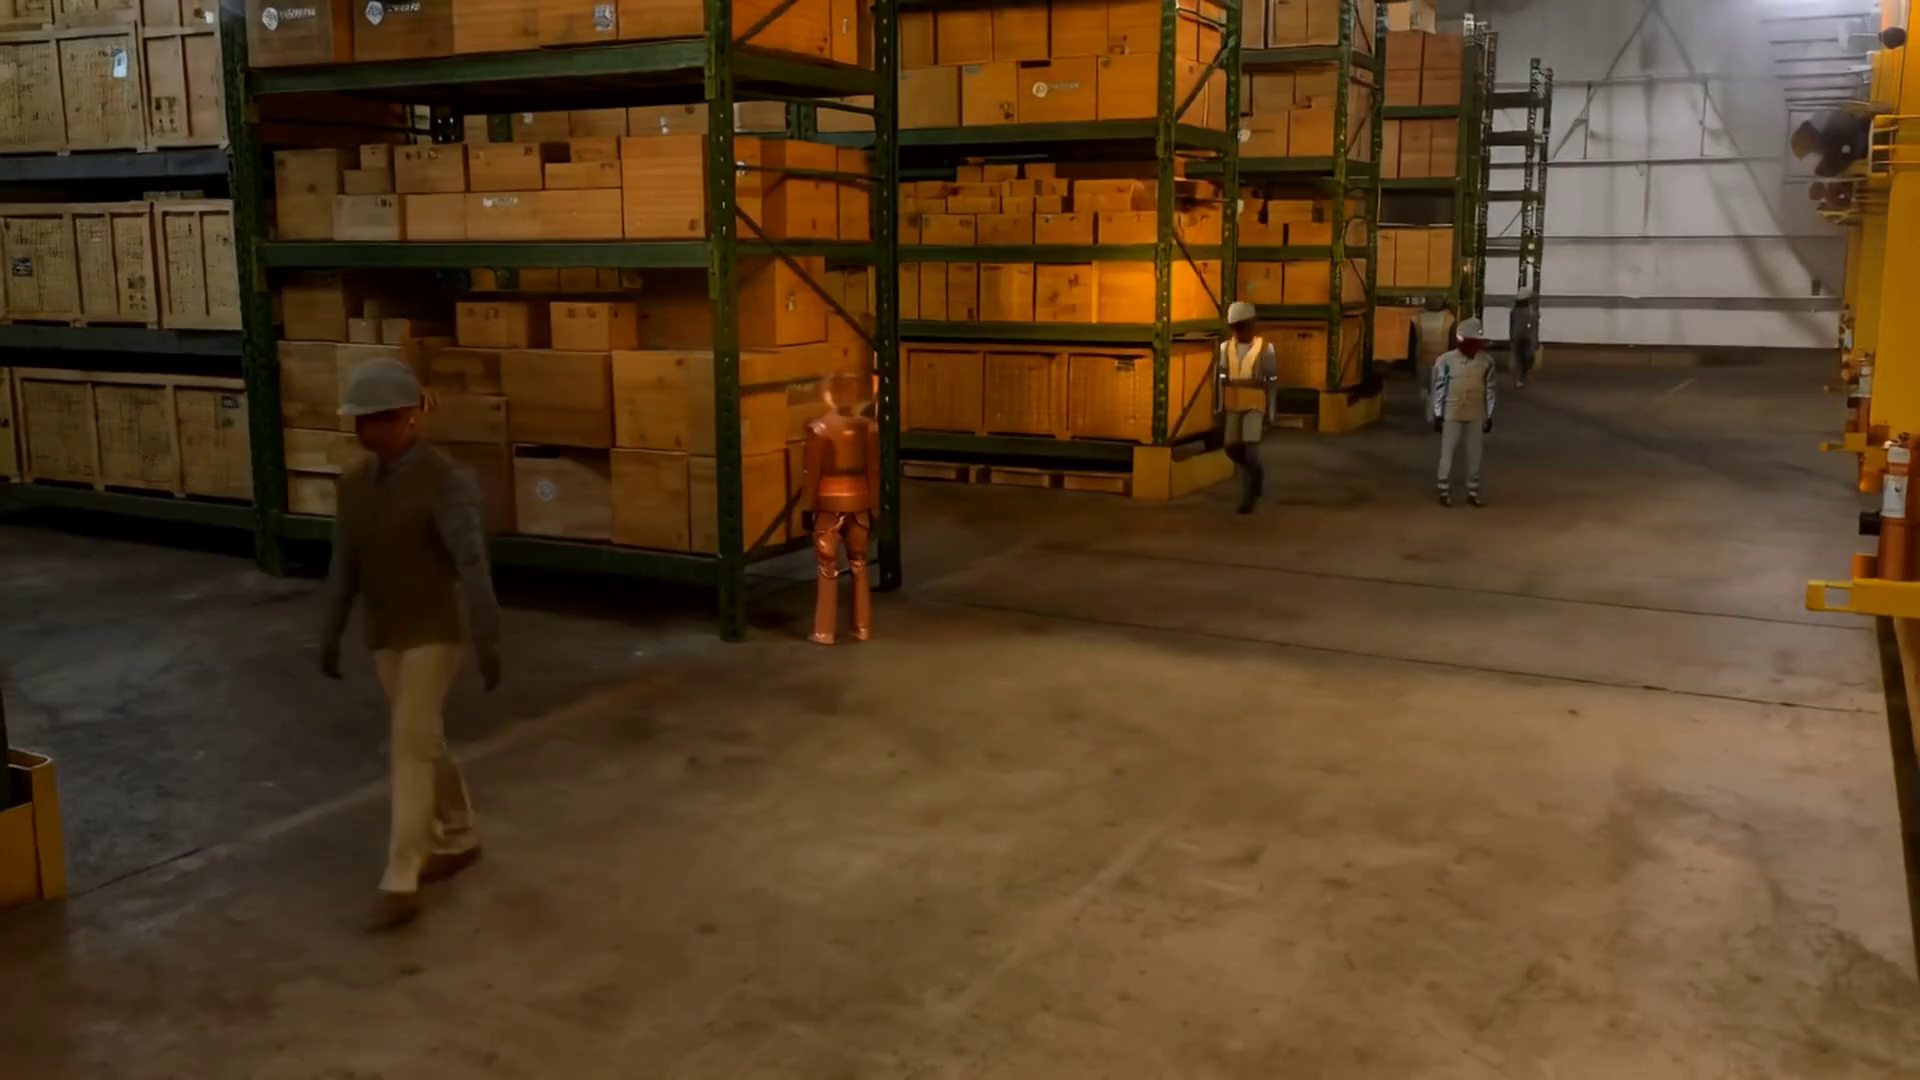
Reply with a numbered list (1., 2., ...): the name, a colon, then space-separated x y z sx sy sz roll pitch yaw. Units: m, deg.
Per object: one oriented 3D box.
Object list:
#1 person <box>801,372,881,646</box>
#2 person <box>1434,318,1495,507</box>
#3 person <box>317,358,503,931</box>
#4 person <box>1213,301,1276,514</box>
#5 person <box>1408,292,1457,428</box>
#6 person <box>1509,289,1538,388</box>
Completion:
1. person: -0.699 -0.181 9.912 0.523 1.631 0.317 -6 11 -31
2. person: 4.641 -1.166 15.280 0.566 1.744 0.350 -1 10 -4
3. person: -2.017 0.356 5.821 0.662 1.958 0.876 5 11 27
4. person: 2.639 -1.218 15.134 0.586 1.911 0.680 8 12 38
5. person: 6.333 -2.412 22.327 0.635 1.811 0.859 5 11 27
6. person: 9.779 -3.503 28.902 0.489 1.721 0.692 3 10 17
